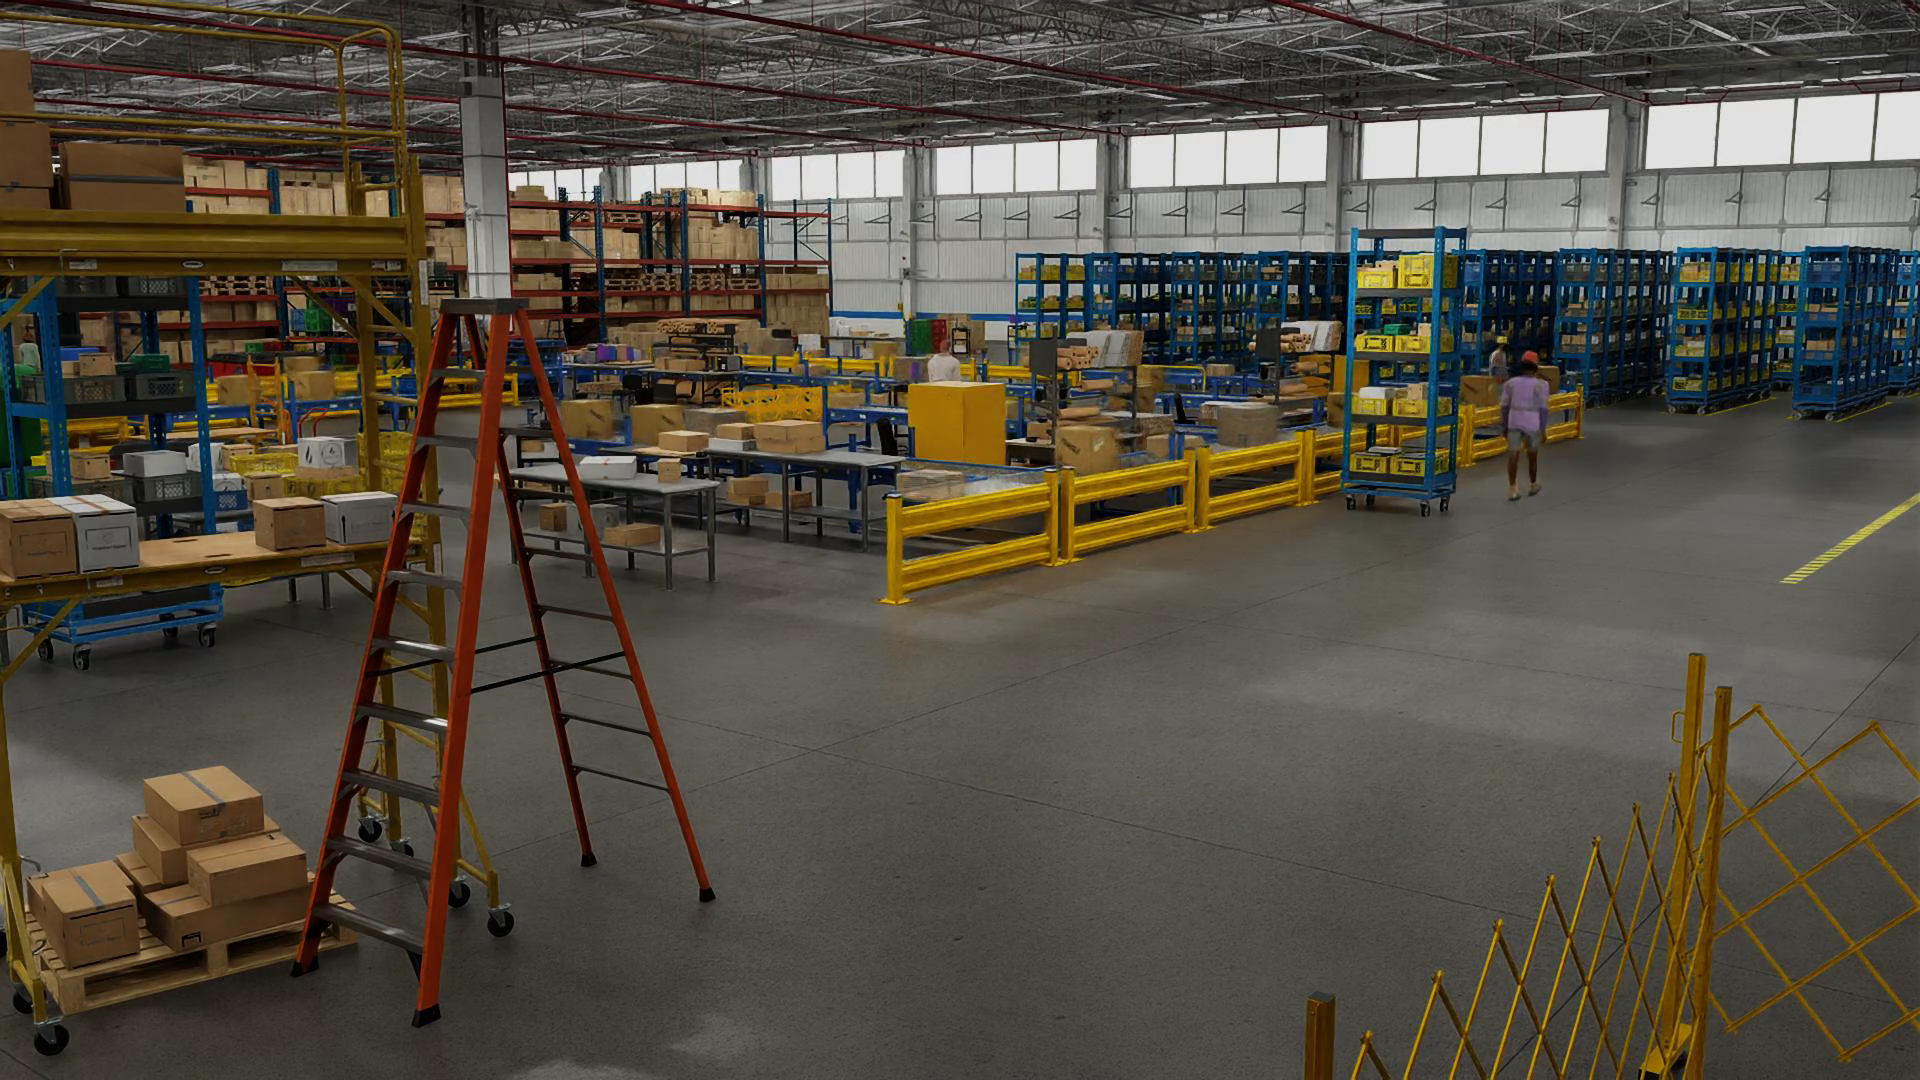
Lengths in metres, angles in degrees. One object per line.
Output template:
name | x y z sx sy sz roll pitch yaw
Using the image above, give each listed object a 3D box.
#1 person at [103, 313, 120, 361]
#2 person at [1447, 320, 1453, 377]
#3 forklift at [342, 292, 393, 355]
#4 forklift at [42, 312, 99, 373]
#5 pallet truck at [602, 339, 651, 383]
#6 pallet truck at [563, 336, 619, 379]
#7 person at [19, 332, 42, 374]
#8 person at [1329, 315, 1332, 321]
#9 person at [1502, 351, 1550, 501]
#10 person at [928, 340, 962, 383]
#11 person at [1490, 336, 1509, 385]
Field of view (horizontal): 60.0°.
person | -24.839 -5.672 48.501 0.683 1.885 0.653 8 12 41
person | 13.434 -5.218 46.081 0.629 1.765 0.931 -7 11 -36
forklift | -16.485 -5.622 45.120 1.129 2.768 1.873 7 11 37
forklift | -23.779 -5.451 44.052 1.873 2.768 1.129 7 11 36
pallet truck | -8.991 -4.871 45.351 0.653 1.274 1.630 7 11 37
pallet truck | -10.690 -5.294 48.215 1.601 1.201 0.680 -5 10 -26
person | -22.307 -4.171 39.940 0.507 1.632 0.272 2 9 10
person | 10.728 -5.677 48.344 0.980 1.947 0.657 3 10 20
person | 7.630 -1.543 22.428 0.630 1.984 1.031 6 11 33
person | -0.249 -2.508 28.764 0.643 1.897 0.399 5 10 28
person | 11.239 -3.337 34.363 0.711 1.741 0.547 8 12 39
